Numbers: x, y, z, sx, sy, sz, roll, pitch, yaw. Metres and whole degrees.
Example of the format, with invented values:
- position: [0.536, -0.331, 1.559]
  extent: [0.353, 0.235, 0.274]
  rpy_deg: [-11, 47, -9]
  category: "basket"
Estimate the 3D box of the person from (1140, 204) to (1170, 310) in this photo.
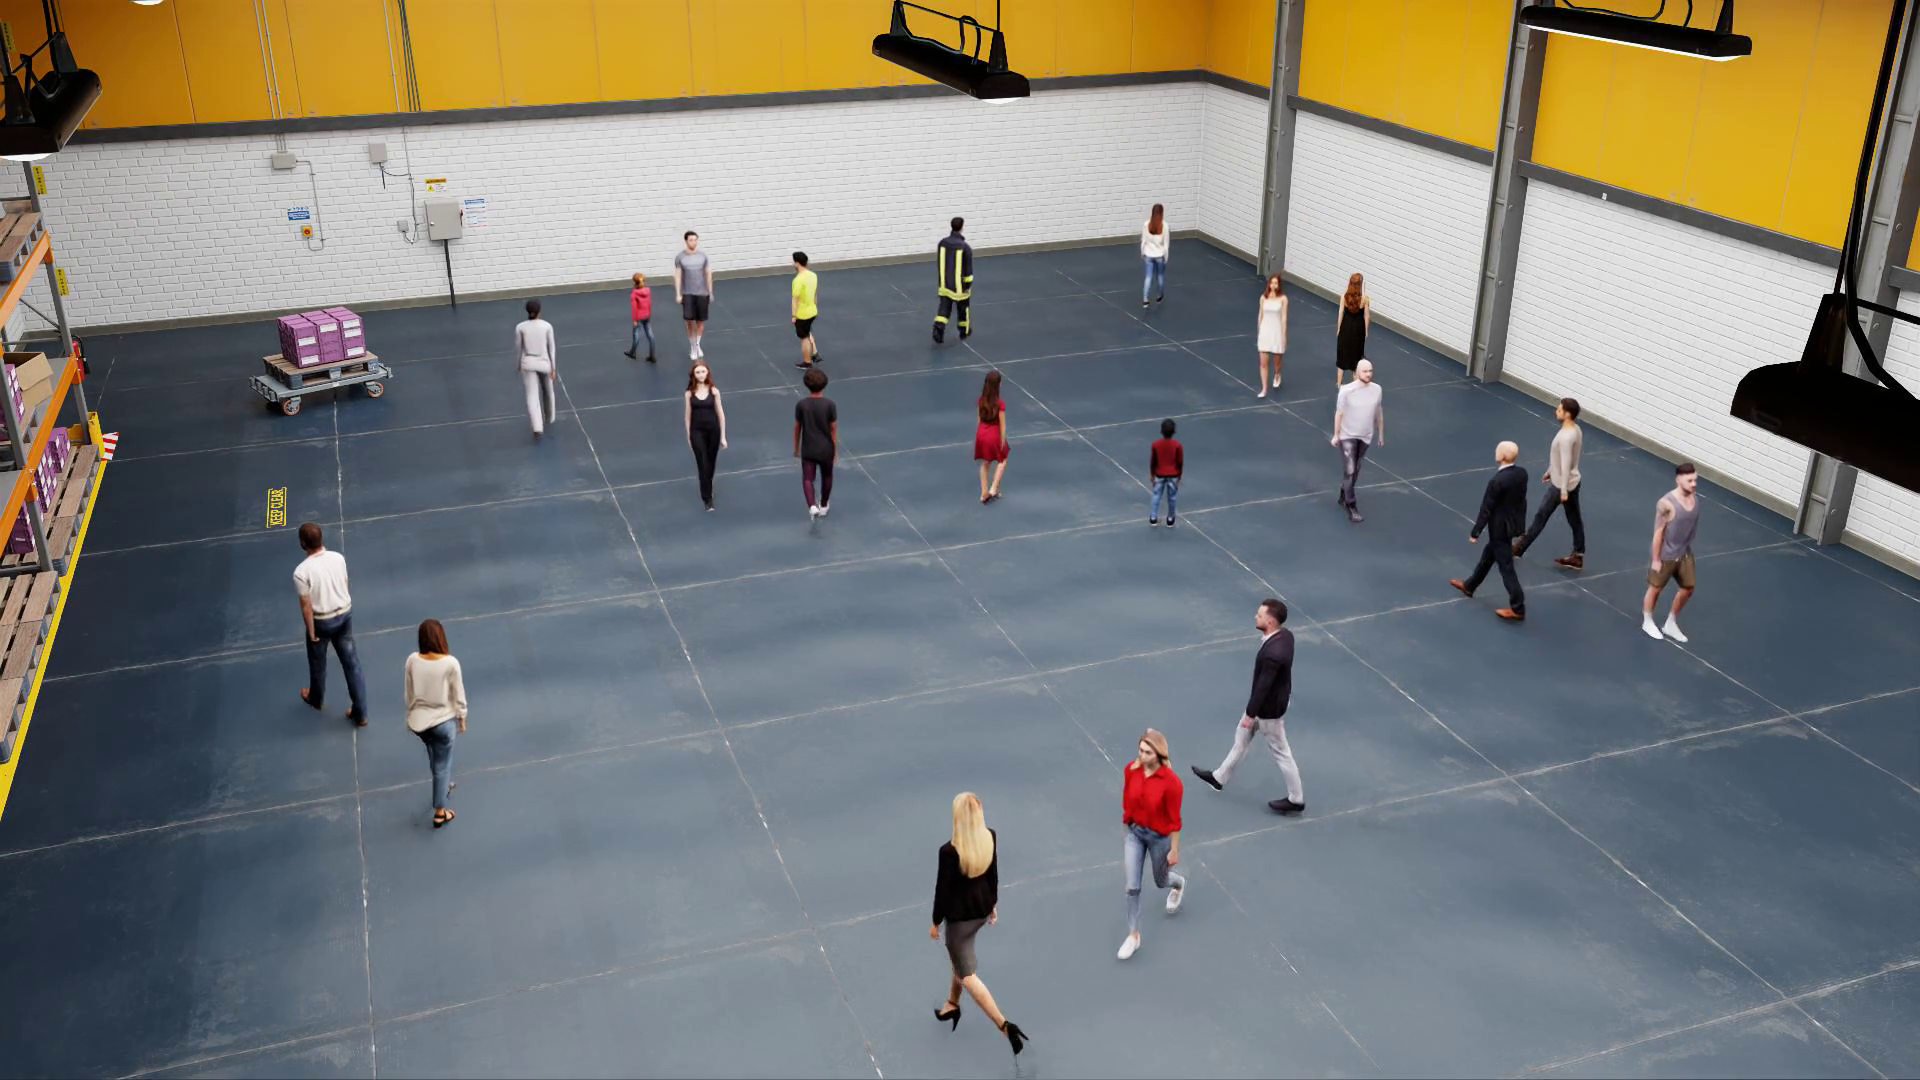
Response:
- position: [3.068, -4.454, 26.355]
  extent: [1.057, 1.656, 1.175]
  rpy_deg: [8, 25, 18]
  category: "person"

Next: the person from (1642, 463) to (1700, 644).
- position: [6.731, 0.076, 15.893]
  extent: [0.653, 1.831, 0.667]
  rpy_deg: [-9, 25, -19]
  category: "person"

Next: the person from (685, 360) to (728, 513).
- position: [-2.899, -1.234, 18.928]
  extent: [0.633, 1.704, 1.134]
  rpy_deg: [-6, 24, -14]
  category: "person"

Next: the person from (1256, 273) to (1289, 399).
- position: [4.251, -2.801, 22.521]
  extent: [0.911, 1.697, 0.955]
  rpy_deg: [12, 26, 25]
  category: "person"

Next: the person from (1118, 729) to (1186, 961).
- position: [1.350, 2.034, 11.481]
  extent: [1.073, 1.682, 1.051]
  rpy_deg: [15, 28, 31]
  category: "person"

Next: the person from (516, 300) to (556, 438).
- position: [-5.360, -2.154, 21.023]
  extent: [0.720, 1.713, 1.152]
  rpy_deg: [-6, 24, -13]
  category: "person"

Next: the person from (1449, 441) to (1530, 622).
- position: [5.346, -0.054, 16.174]
  extent: [0.978, 1.749, 1.273]
  rpy_deg: [-19, 30, -36]
  category: "person"

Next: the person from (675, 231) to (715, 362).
- position: [-3.865, -3.586, 24.117]
  extent: [0.680, 1.858, 0.776]
  rpy_deg: [-8, 25, -17]
  category: "person"

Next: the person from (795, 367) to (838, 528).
- position: [-1.578, -1.003, 18.330]
  extent: [0.810, 1.761, 1.100]
  rpy_deg: [-2, 24, -4]
  category: "person"

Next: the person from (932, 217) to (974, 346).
- position: [-0.134, -3.801, 24.560]
  extent: [1.257, 1.898, 1.310]
  rpy_deg: [11, 26, 24]
  category: "person"

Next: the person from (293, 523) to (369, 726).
- position: [-5.330, 0.748, 14.248]
  extent: [1.157, 1.822, 0.961]
  rpy_deg: [21, 31, 39]
  category: "person"

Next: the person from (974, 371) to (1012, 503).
- position: [0.316, -1.148, 18.937]
  extent: [0.695, 1.540, 0.754]
  rpy_deg: [12, 26, 25]
  category: "person"

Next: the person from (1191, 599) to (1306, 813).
- position: [2.502, 1.340, 12.925]
  extent: [1.209, 1.796, 1.208]
  rpy_deg: [8, 25, 18]
  category: "person"

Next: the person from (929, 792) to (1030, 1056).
- position: [0.109, 2.445, 10.380]
  extent: [0.932, 1.810, 1.184]
  rpy_deg: [-22, 32, -40]
  category: "person"

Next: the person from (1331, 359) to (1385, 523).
- position: [4.403, -1.171, 18.658]
  extent: [0.755, 1.804, 1.056]
  rpy_deg: [-6, 24, -13]
  category: "person"

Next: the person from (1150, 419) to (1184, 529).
- position: [2.287, -0.735, 18.346]
  extent: [0.589, 1.255, 0.627]
  rpy_deg: [5, 24, 11]
  category: "person"

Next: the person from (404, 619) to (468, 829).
- position: [-4.101, 1.441, 12.878]
  extent: [0.839, 1.649, 0.943]
  rpy_deg: [4, 24, 8]
  category: "person"

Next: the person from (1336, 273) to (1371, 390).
- position: [5.359, -2.857, 22.739]
  extent: [0.686, 1.625, 0.732]
  rpy_deg: [7, 25, 15]
  category: "person"

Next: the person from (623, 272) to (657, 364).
- position: [-4.517, -3.171, 23.869]
  extent: [0.887, 1.296, 0.737]
  rpy_deg: [20, 30, 38]
  category: "person"

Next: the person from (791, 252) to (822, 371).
- position: [-2.118, -3.217, 23.471]
  extent: [0.825, 1.699, 0.767]
  rpy_deg: [12, 26, 25]
  category: "person"

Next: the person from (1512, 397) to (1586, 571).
- position: [6.339, -0.537, 17.190]
  extent: [1.202, 1.820, 1.078]
  rpy_deg: [13, 27, 28]
  category: "person"
